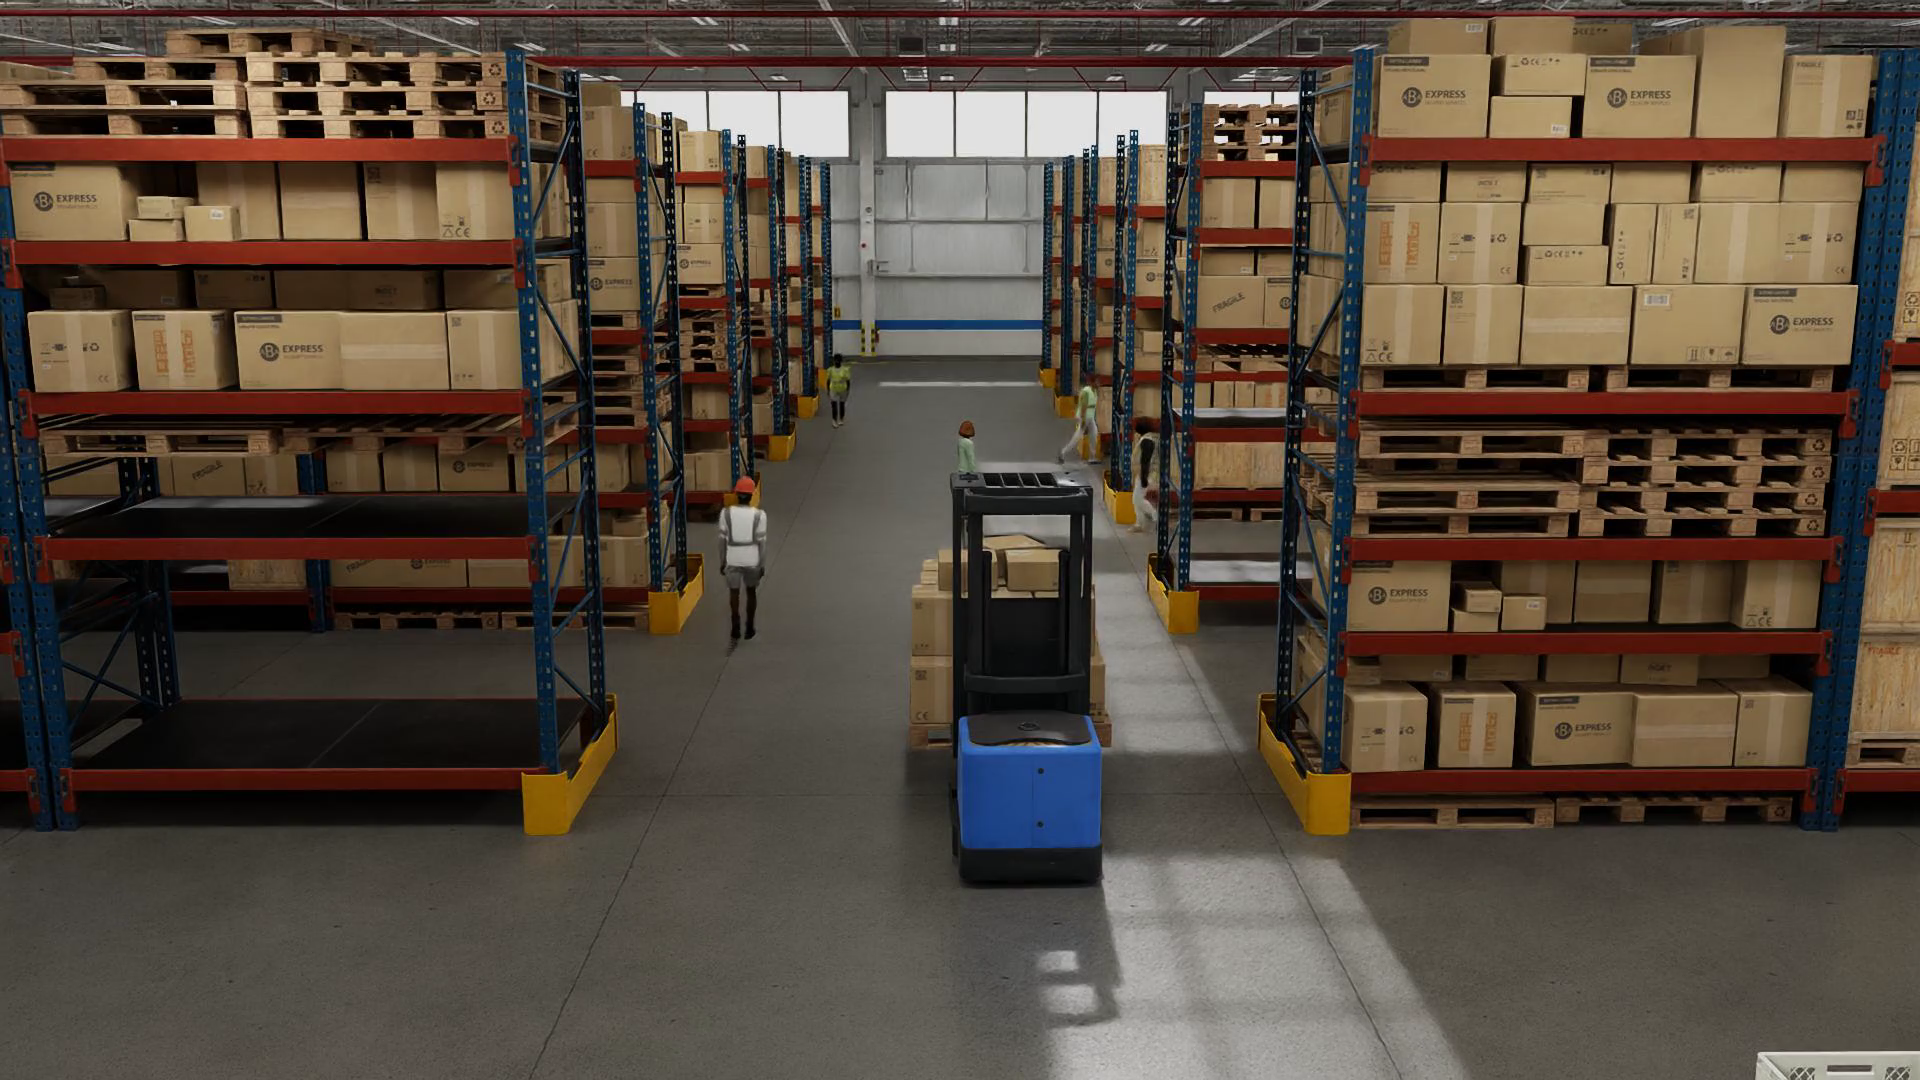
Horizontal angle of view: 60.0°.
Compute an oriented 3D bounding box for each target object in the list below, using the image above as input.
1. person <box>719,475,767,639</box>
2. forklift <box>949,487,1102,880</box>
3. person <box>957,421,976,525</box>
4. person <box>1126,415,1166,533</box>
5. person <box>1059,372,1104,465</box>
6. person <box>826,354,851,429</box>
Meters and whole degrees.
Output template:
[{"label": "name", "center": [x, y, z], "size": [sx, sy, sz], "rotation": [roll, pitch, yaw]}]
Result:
[{"label": "person", "center": [-2.475, 0.222, 18.999], "size": [0.559, 1.914, 0.543], "rotation": [0, 11, -2]}, {"label": "forklift", "center": [0.495, 0.986, 12.813], "size": [1.129, 2.768, 1.873], "rotation": [0, 11, -2]}, {"label": "person", "center": [0.117, -1.051, 26.008], "size": [0.282, 1.636, 0.500], "rotation": [-5, 12, -23]}, {"label": "person", "center": [2.814, -0.979, 25.203], "size": [0.489, 1.816, 0.649], "rotation": [1, 11, 3]}, {"label": "person", "center": [2.331, -2.331, 31.971], "size": [0.809, 1.802, 0.627], "rotation": [5, 12, 23]}, {"label": "person", "center": [-2.729, -3.359, 37.406], "size": [0.543, 1.654, 0.862], "rotation": [0, 11, -1]}]
